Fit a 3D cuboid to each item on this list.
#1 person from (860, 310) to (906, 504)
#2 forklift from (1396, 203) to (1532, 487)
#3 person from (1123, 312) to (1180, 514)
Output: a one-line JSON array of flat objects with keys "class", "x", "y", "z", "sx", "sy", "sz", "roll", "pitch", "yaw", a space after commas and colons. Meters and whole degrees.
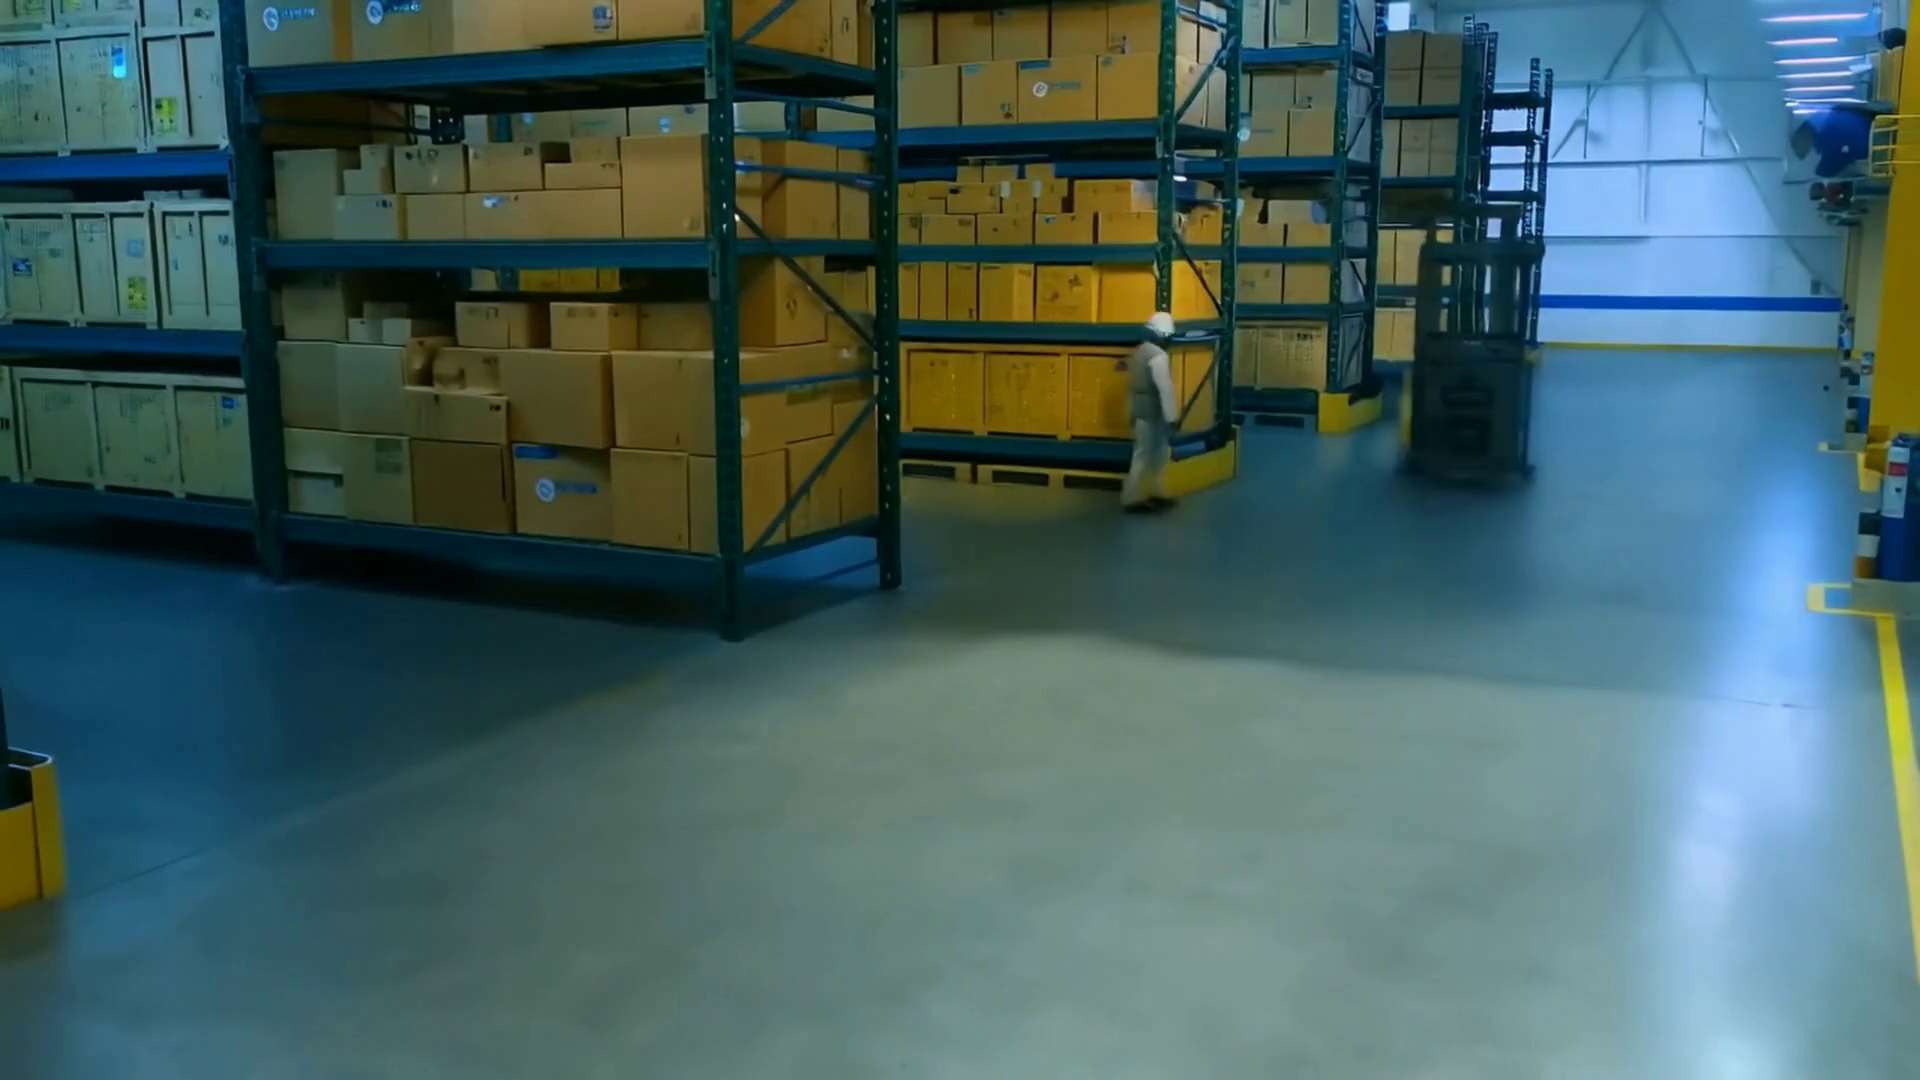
[{"class": "person", "x": -0.933, "y": -1.220, "z": 15.384, "sx": 0.782, "sy": 1.819, "sz": 0.636, "roll": 1, "pitch": 10, "yaw": 8}, {"class": "forklift", "x": 5.192, "y": -2.051, "z": 17.118, "sx": 1.129, "sy": 2.768, "sz": 1.873, "roll": 1, "pitch": 10, "yaw": 7}, {"class": "person", "x": 1.770, "y": -1.128, "z": 14.891, "sx": 0.707, "sy": 1.795, "sz": 0.629, "roll": -1, "pitch": 10, "yaw": -8}]
